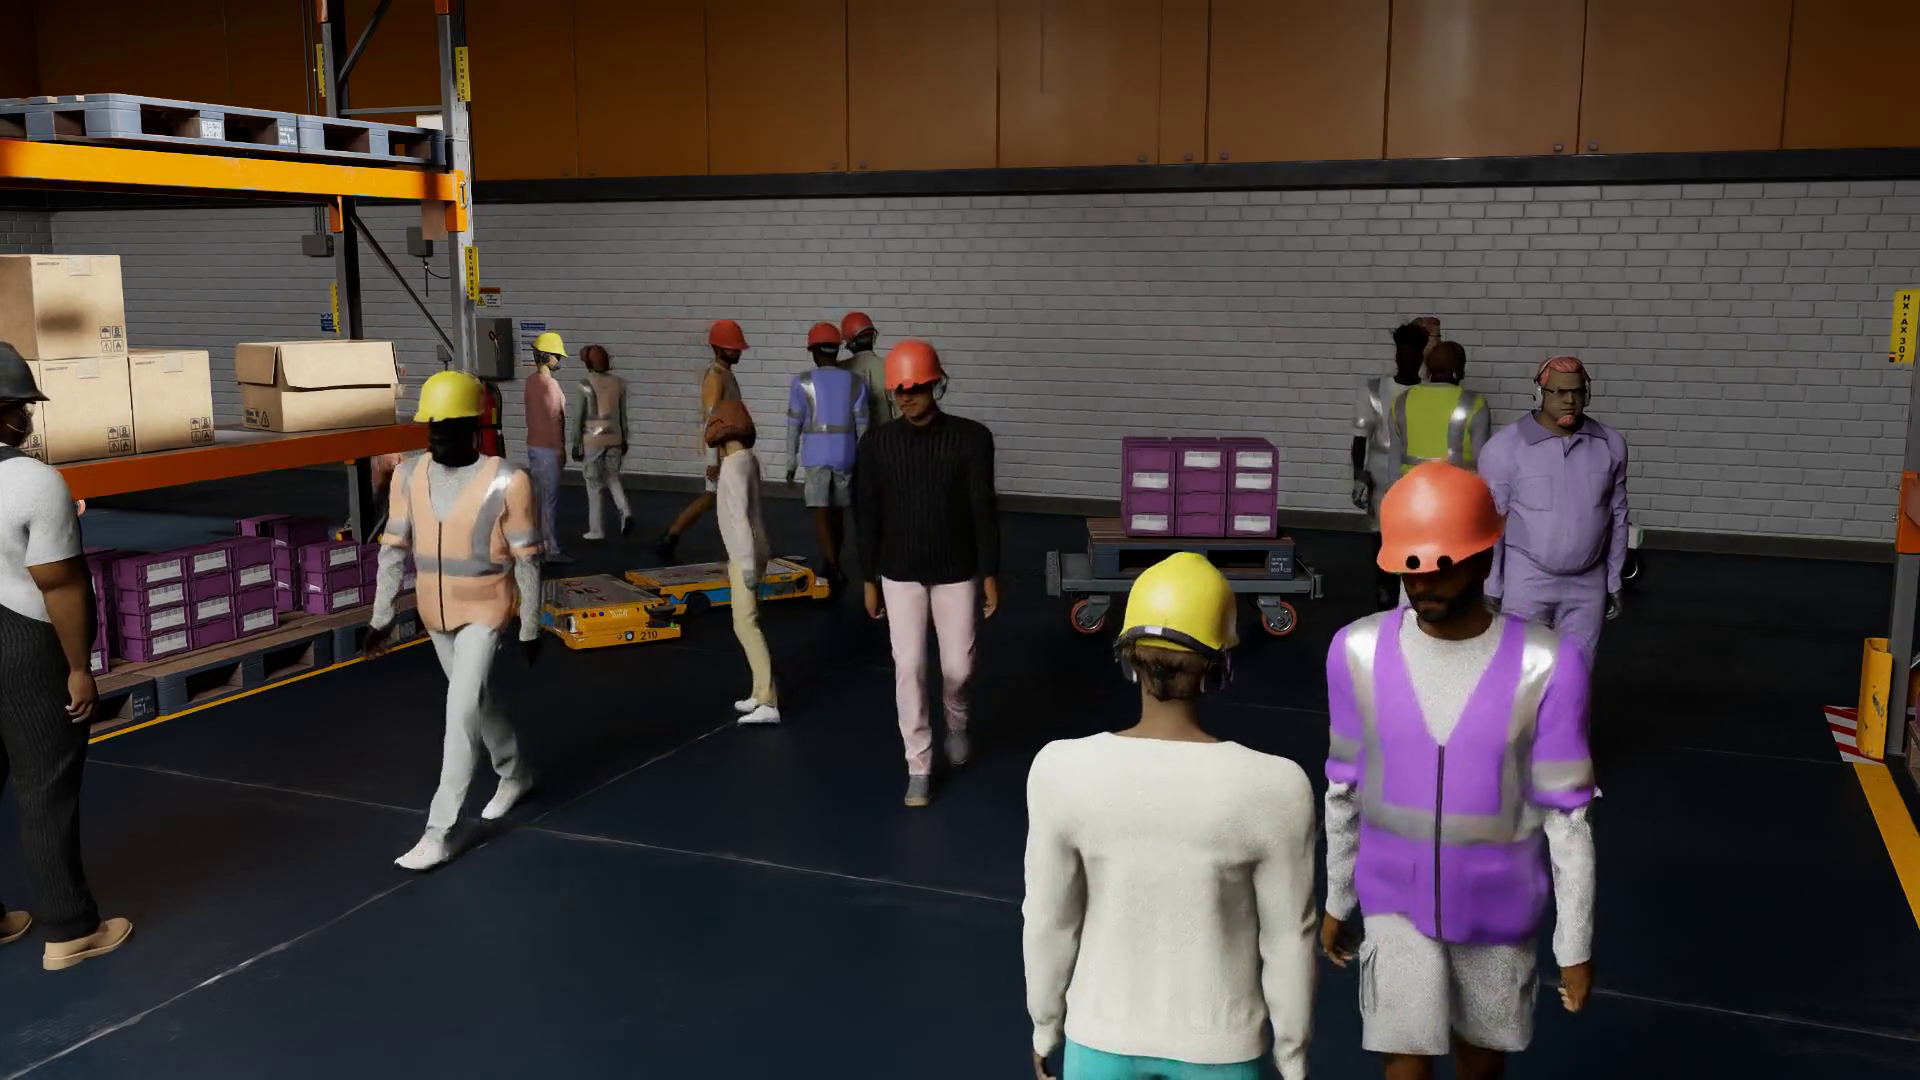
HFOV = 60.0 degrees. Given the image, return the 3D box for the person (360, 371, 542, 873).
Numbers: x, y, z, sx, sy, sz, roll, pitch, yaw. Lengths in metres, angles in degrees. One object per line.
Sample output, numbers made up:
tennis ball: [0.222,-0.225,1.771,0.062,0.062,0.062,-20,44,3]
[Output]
person: [-1.933,0.275,6.496,0.605,1.877,1.013,3,10,20]

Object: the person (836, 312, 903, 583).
person: [-0.647,-0.672,12.022,0.636,1.948,0.937,-3,10,-16]

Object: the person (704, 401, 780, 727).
person: [-1.079,0.116,8.286,0.390,1.595,0.654,0,9,1]

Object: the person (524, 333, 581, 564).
person: [-3.137,-0.696,12.717,0.327,1.760,0.523,-7,12,-36]

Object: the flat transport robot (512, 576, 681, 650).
flat transport robot: [-2.322,0.425,10.414,0.652,0.197,1.431,-6,11,-31]

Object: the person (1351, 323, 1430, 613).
person: [2.754,-0.395,10.412,0.610,1.926,0.984,2,10,15]

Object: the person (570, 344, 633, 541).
person: [-2.940,-0.789,13.639,0.421,1.624,0.540,9,13,42]

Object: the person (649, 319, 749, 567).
person: [-1.821,-0.661,12.121,0.910,1.897,0.560,-1,9,-5]

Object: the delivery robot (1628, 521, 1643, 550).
delivery robot: [4.521,-0.022,11.984,0.707,0.478,0.477,2,9,12]

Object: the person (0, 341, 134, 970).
person: [-3.081,0.366,5.425,0.688,2.000,0.536,2,10,12]

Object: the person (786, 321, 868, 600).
person: [-0.892,-0.554,11.470,0.565,1.898,0.943,-3,10,-18]

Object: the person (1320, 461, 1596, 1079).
person: [1.091,0.744,3.627,0.571,1.895,0.941,4,10,24]

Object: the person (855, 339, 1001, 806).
person: [-0.132,0.123,7.106,0.631,1.970,0.563,1,9,6]

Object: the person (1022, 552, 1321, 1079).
person: [0.380,0.899,3.027,0.533,1.767,0.325,2,10,15]

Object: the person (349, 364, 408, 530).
person: [-4.024,-0.454,11.772,0.909,1.582,0.515,-5,11,-30]

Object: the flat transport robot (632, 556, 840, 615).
flat transport robot: [-1.587,0.299,11.182,1.431,0.197,0.652,-6,11,-31]

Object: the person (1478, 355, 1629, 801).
person: [2.515,0.170,7.054,0.636,1.900,0.404,0,9,-2]

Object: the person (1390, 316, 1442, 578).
person: [3.342,-0.676,12.154,0.402,1.904,0.651,0,9,3]

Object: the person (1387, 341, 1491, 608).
person: [2.789,-0.229,9.637,0.429,1.842,0.632,-9,13,-44]
